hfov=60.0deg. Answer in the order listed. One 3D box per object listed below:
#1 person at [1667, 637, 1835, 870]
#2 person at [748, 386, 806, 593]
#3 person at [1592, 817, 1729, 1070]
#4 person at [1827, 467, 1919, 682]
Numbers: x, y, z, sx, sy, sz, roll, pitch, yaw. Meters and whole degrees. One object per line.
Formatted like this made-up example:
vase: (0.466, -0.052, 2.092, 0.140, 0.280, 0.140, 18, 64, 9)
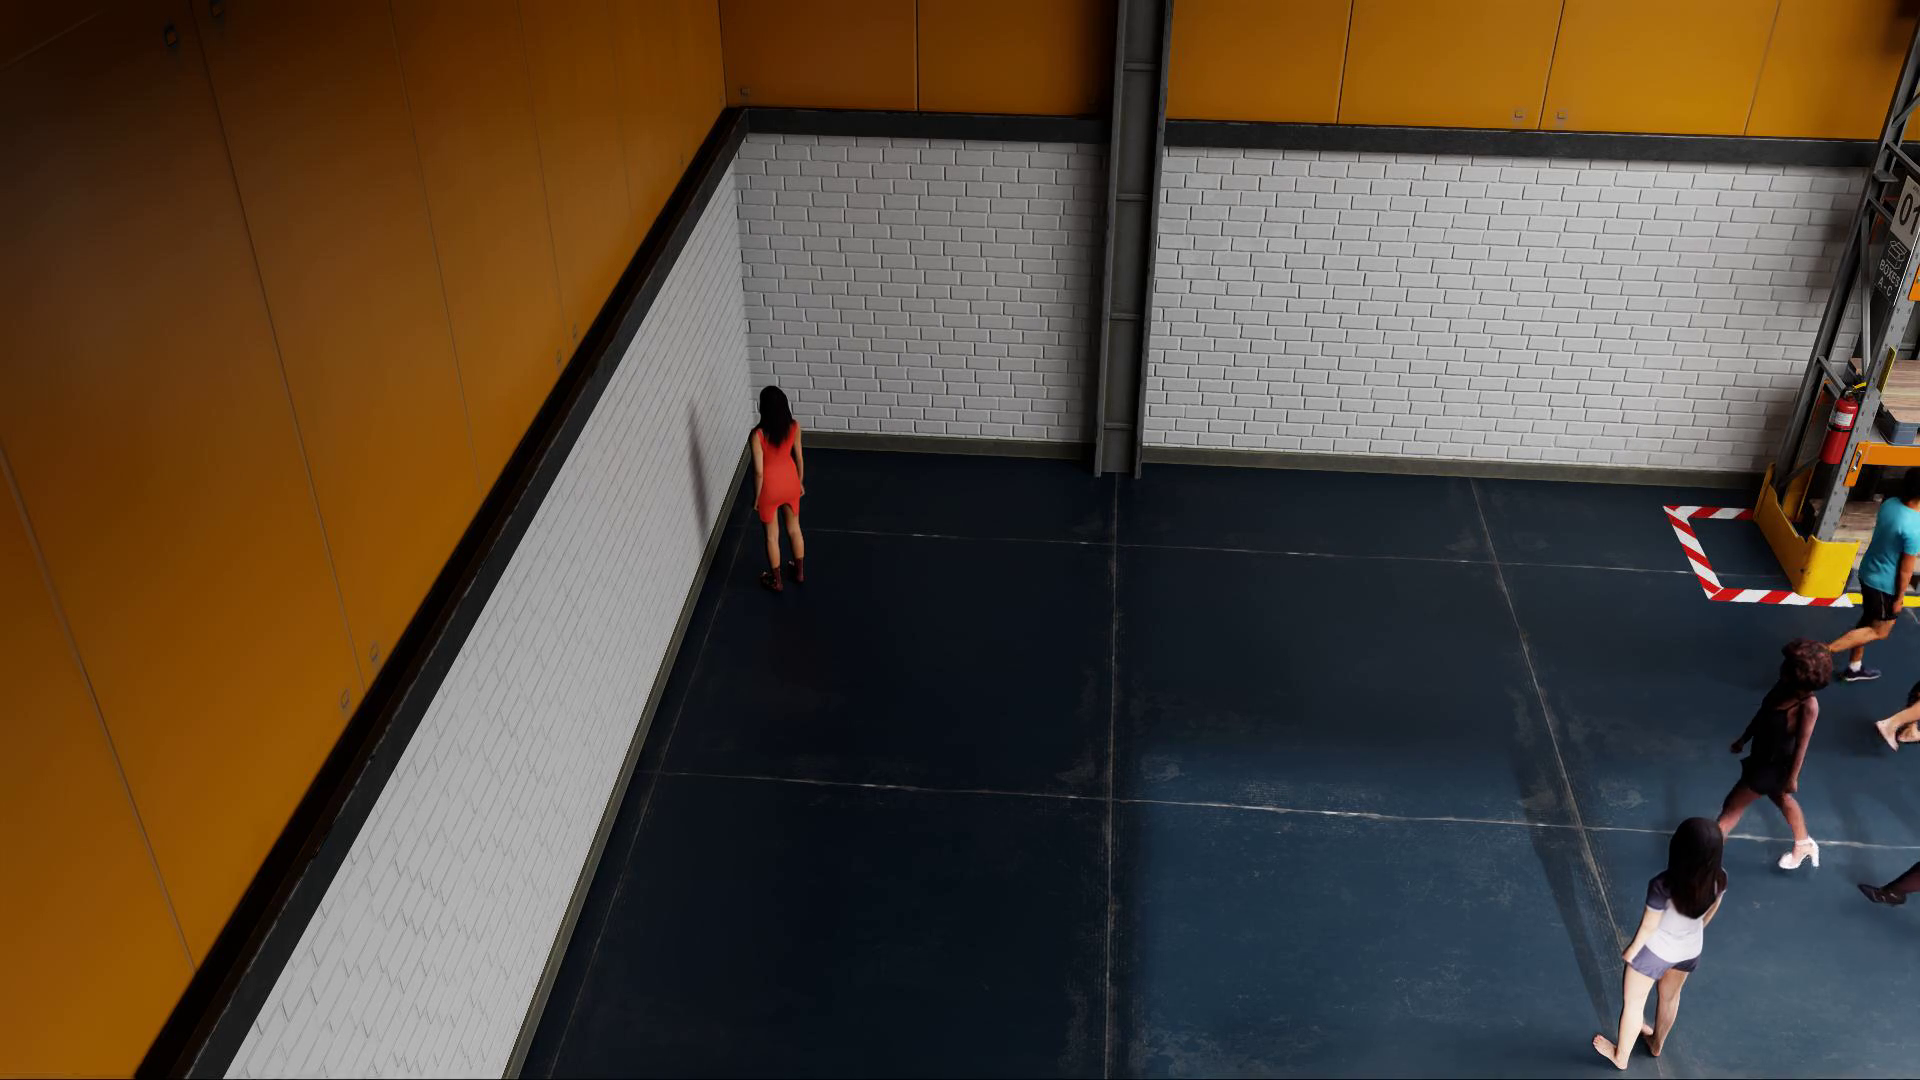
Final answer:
person: (4.886, 1.323, 9.803, 1.106, 1.742, 0.577, 4, 34, 6)
person: (-1.357, -0.385, 12.394, 0.648, 1.719, 0.729, -20, 39, -28)
person: (3.678, 2.101, 8.665, 0.592, 1.706, 0.725, -10, 35, -14)
person: (6.209, 0.283, 11.355, 0.940, 1.757, 0.677, -1, 34, -2)
